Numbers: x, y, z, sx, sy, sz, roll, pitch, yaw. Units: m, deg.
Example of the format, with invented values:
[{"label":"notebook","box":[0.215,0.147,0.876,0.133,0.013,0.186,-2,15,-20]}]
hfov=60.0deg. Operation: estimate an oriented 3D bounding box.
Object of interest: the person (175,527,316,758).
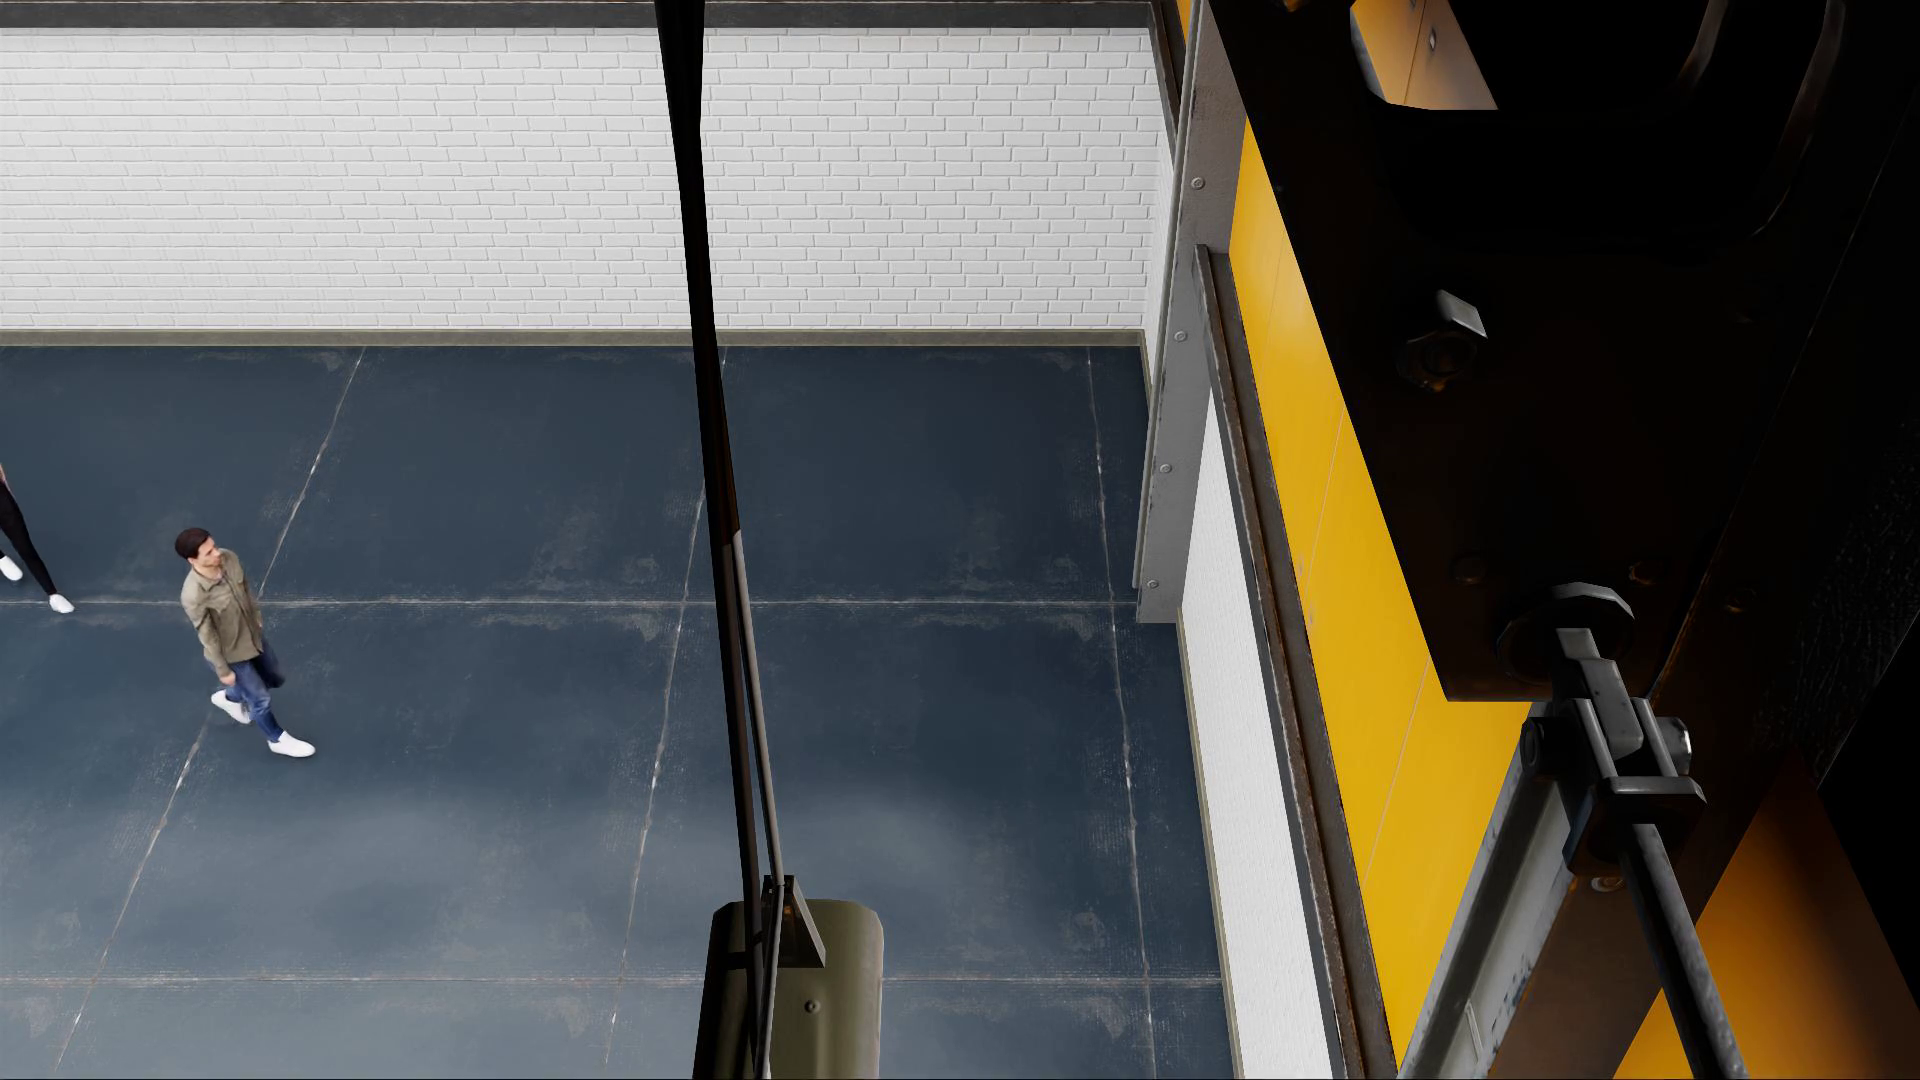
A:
[{"label":"person","box":[-4.480,0.625,10.116,0.875,1.849,0.932,9,44,9]}]

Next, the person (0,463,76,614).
[{"label":"person","box":[-6.599,-0.256,11.163,1.143,1.681,1.170,28,50,26]}]
